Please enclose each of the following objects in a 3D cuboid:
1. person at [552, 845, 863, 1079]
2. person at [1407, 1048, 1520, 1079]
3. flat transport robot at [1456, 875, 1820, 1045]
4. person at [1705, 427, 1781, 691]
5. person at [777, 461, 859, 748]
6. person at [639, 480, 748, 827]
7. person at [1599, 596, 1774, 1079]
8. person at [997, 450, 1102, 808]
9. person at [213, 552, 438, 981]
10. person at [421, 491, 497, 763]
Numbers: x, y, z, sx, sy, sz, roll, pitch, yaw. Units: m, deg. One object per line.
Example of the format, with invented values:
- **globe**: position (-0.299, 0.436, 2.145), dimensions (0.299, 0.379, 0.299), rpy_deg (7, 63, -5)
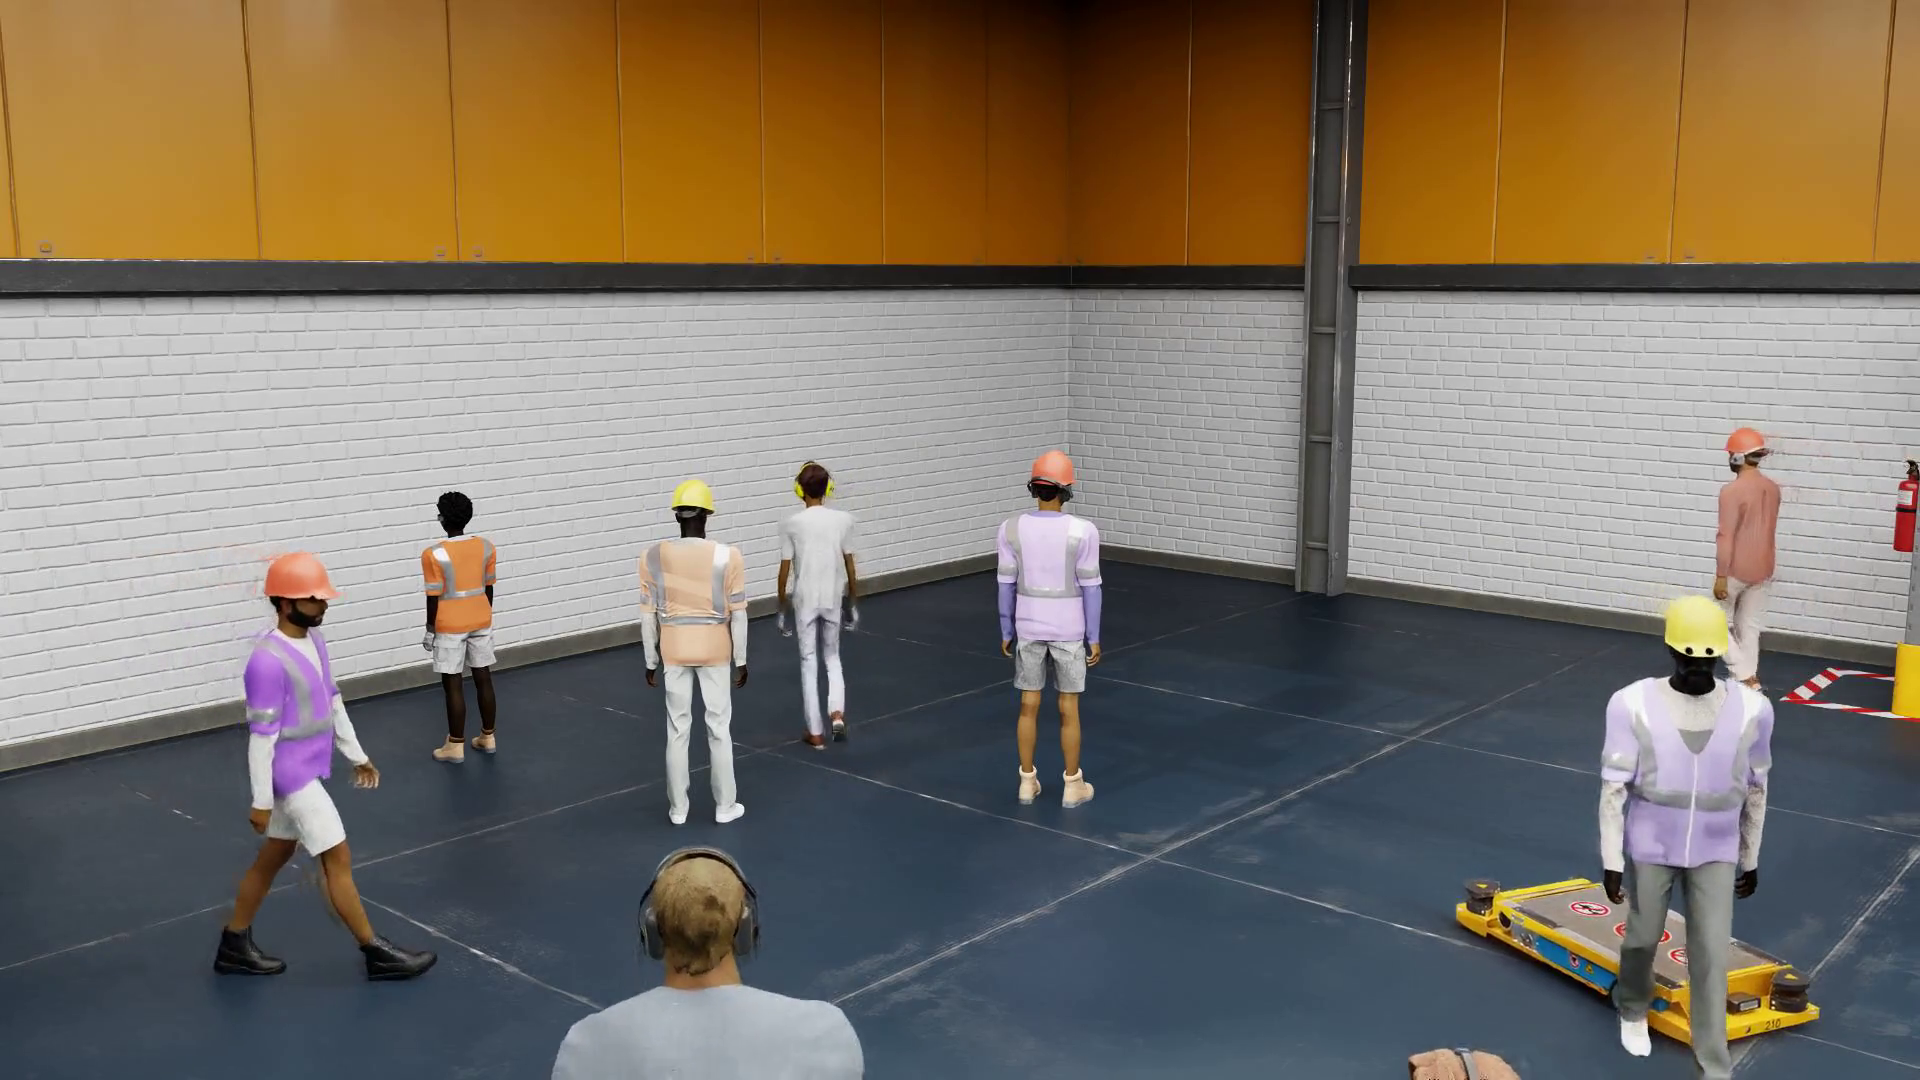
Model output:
- **person**: position (-0.502, 1.555, 3.385), dimensions (0.628, 1.908, 0.974), rpy_deg (1, 9, 6)
- **person**: position (0.860, 1.734, 3.165), dimensions (0.805, 1.600, 0.550), rpy_deg (0, 9, 2)
- **flat transport robot**: position (2.878, 1.761, 7.195), dimensions (0.652, 0.197, 1.431), rpy_deg (-4, 10, -22)
- **person**: position (5.451, 0.203, 11.619), dimensions (0.654, 1.978, 0.431), rpy_deg (-5, 10, -30)
- **person**: position (-0.913, 0.422, 10.623), dimensions (0.544, 1.860, 0.411), rpy_deg (-3, 10, -21)
- **person**: position (-1.454, 0.628, 9.157), dimensions (0.586, 1.917, 0.381), rpy_deg (0, 9, 0)
- **person**: position (2.672, 1.131, 6.161), dimensions (0.592, 1.882, 0.964), rpy_deg (3, 9, 16)
- **person**: position (0.518, 0.510, 9.507), dimensions (0.605, 2.045, 0.377), rpy_deg (3, 10, 18)
- **person**: position (-2.796, 0.977, 7.097), dimensions (0.981, 1.888, 0.547), rpy_deg (-1, 9, -6)
- **person**: position (-3.126, 0.539, 10.408), dimensions (0.318, 1.697, 0.535), rpy_deg (6, 11, 35)
